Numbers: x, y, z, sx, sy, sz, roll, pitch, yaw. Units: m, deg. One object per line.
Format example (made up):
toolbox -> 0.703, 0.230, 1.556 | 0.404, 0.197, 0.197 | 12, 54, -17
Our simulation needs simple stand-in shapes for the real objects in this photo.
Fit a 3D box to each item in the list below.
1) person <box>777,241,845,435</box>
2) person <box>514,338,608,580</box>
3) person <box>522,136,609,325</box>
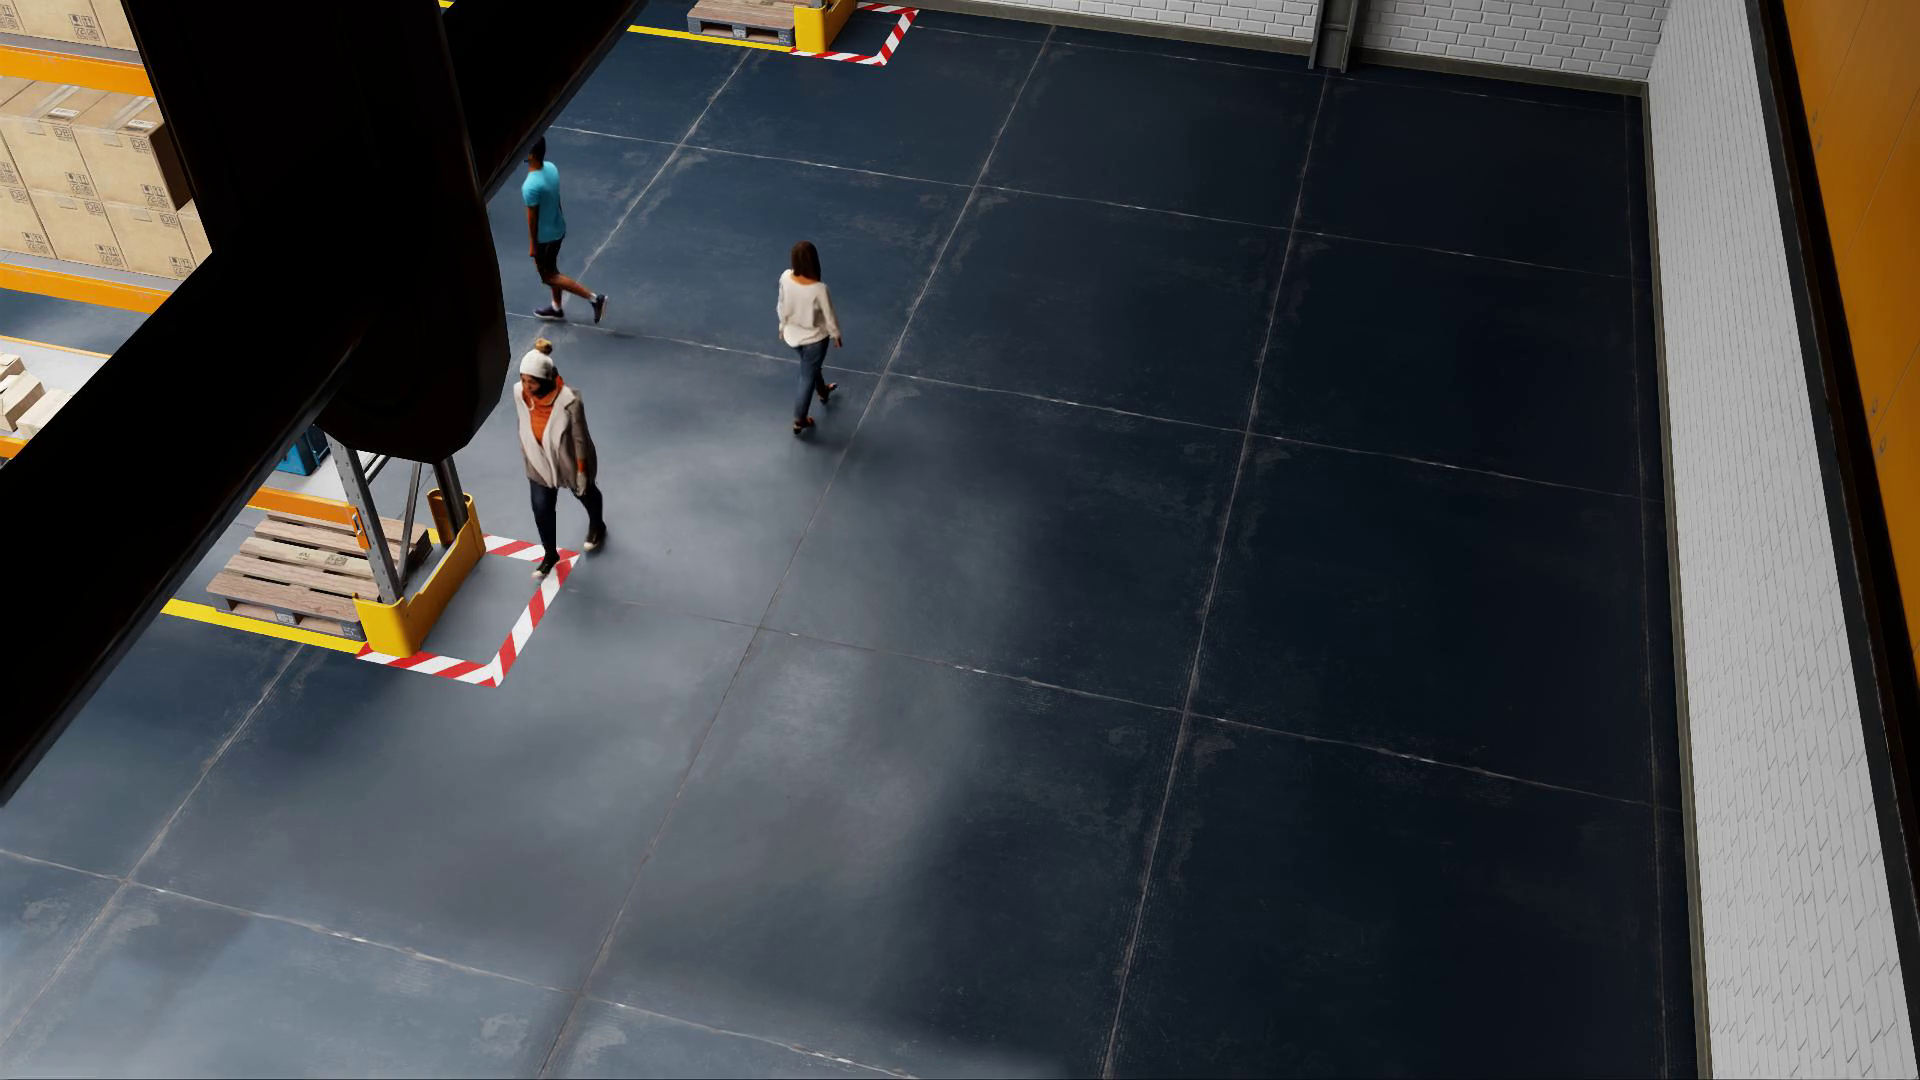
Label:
person -> -1.216, -1.495, 12.639 | 0.902, 1.662, 0.879 | 26, 49, 24
person -> -2.740, -0.661, 11.616 | 0.862, 1.866, 0.759 | 8, 44, 8
person -> -3.289, -2.502, 13.625 | 0.965, 1.760, 0.703 | 7, 44, 7
